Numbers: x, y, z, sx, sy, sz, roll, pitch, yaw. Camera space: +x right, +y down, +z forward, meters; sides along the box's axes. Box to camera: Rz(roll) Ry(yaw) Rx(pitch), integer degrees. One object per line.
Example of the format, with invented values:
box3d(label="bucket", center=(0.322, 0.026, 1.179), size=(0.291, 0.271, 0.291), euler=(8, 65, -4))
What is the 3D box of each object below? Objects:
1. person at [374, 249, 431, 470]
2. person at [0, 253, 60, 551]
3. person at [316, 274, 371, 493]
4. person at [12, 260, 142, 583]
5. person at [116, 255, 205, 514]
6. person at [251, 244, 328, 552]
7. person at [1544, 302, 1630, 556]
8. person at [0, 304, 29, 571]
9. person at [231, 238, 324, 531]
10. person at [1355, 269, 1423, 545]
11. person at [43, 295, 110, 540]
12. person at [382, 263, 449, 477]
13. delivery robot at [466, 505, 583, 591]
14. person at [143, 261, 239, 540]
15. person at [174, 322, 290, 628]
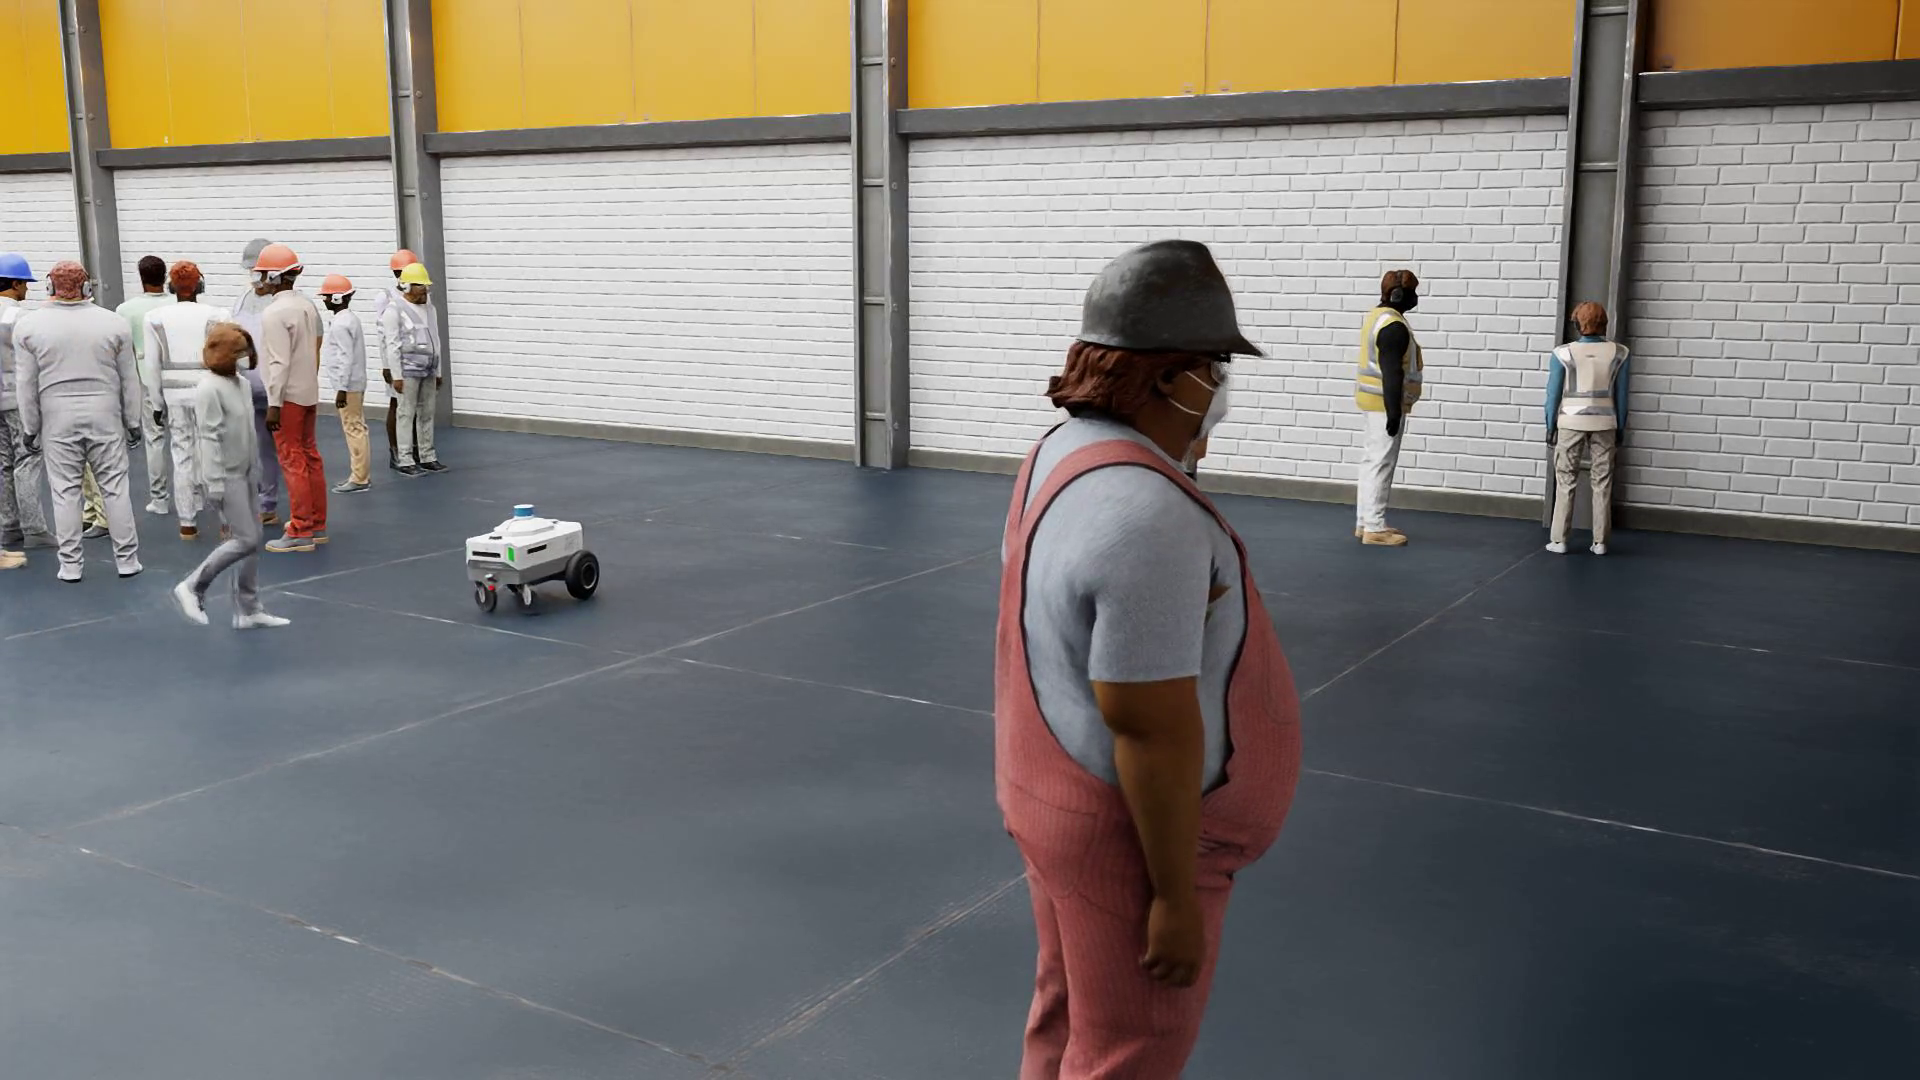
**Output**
box3d(label="person", center=(-4.886, -1.595, 14.752), size=(0.377, 1.938, 0.547), euler=(7, 13, 36))
box3d(label="person", center=(-6.175, -0.898, 10.902), size=(0.604, 1.939, 0.415), euler=(6, 12, 29))
box3d(label="person", center=(-4.959, -1.259, 13.401), size=(0.339, 1.752, 0.564), euler=(-2, 10, -11))
box3d(label="person", center=(-5.225, -0.703, 9.897), size=(0.649, 1.906, 0.401), euler=(-6, 12, -29))
box3d(label="person", center=(-5.903, -1.146, 12.352), size=(0.593, 1.911, 0.387), euler=(-8, 13, -37))
box3d(label="person", center=(-4.379, -0.922, 10.864), size=(0.382, 1.993, 0.622), euler=(0, 10, 0))
box3d(label="person", center=(4.011, -0.704, 10.671), size=(0.514, 1.634, 0.313), euler=(1, 10, 8))
box3d(label="person", center=(-5.981, -0.716, 10.182), size=(0.355, 1.835, 0.515), euler=(-7, 13, -35))
box3d(label="person", center=(-4.806, -1.072, 11.572), size=(0.690, 2.000, 0.538), euler=(3, 11, 19))
box3d(label="person", center=(2.863, -0.883, 11.116), size=(0.431, 1.837, 0.632), euler=(1, 10, 3))
box3d(label="person", center=(-5.985, -0.885, 11.320), size=(0.318, 1.756, 0.559), euler=(-9, 13, -40))
box3d(label="person", center=(-4.671, -1.457, 14.312), size=(0.403, 1.825, 0.594), euler=(5, 11, 24))
box3d(label="delivery robot", center=(-2.410, 0.048, 9.223), size=(0.477, 0.478, 0.707), euler=(4, 11, 21))
box3d(label="person", center=(-5.171, -0.936, 11.250), size=(0.574, 1.883, 0.358), euler=(-3, 11, -14))
box3d(label="person", center=(-3.766, -0.308, 8.517), size=(0.439, 1.611, 0.560), euler=(0, 10, -1))
